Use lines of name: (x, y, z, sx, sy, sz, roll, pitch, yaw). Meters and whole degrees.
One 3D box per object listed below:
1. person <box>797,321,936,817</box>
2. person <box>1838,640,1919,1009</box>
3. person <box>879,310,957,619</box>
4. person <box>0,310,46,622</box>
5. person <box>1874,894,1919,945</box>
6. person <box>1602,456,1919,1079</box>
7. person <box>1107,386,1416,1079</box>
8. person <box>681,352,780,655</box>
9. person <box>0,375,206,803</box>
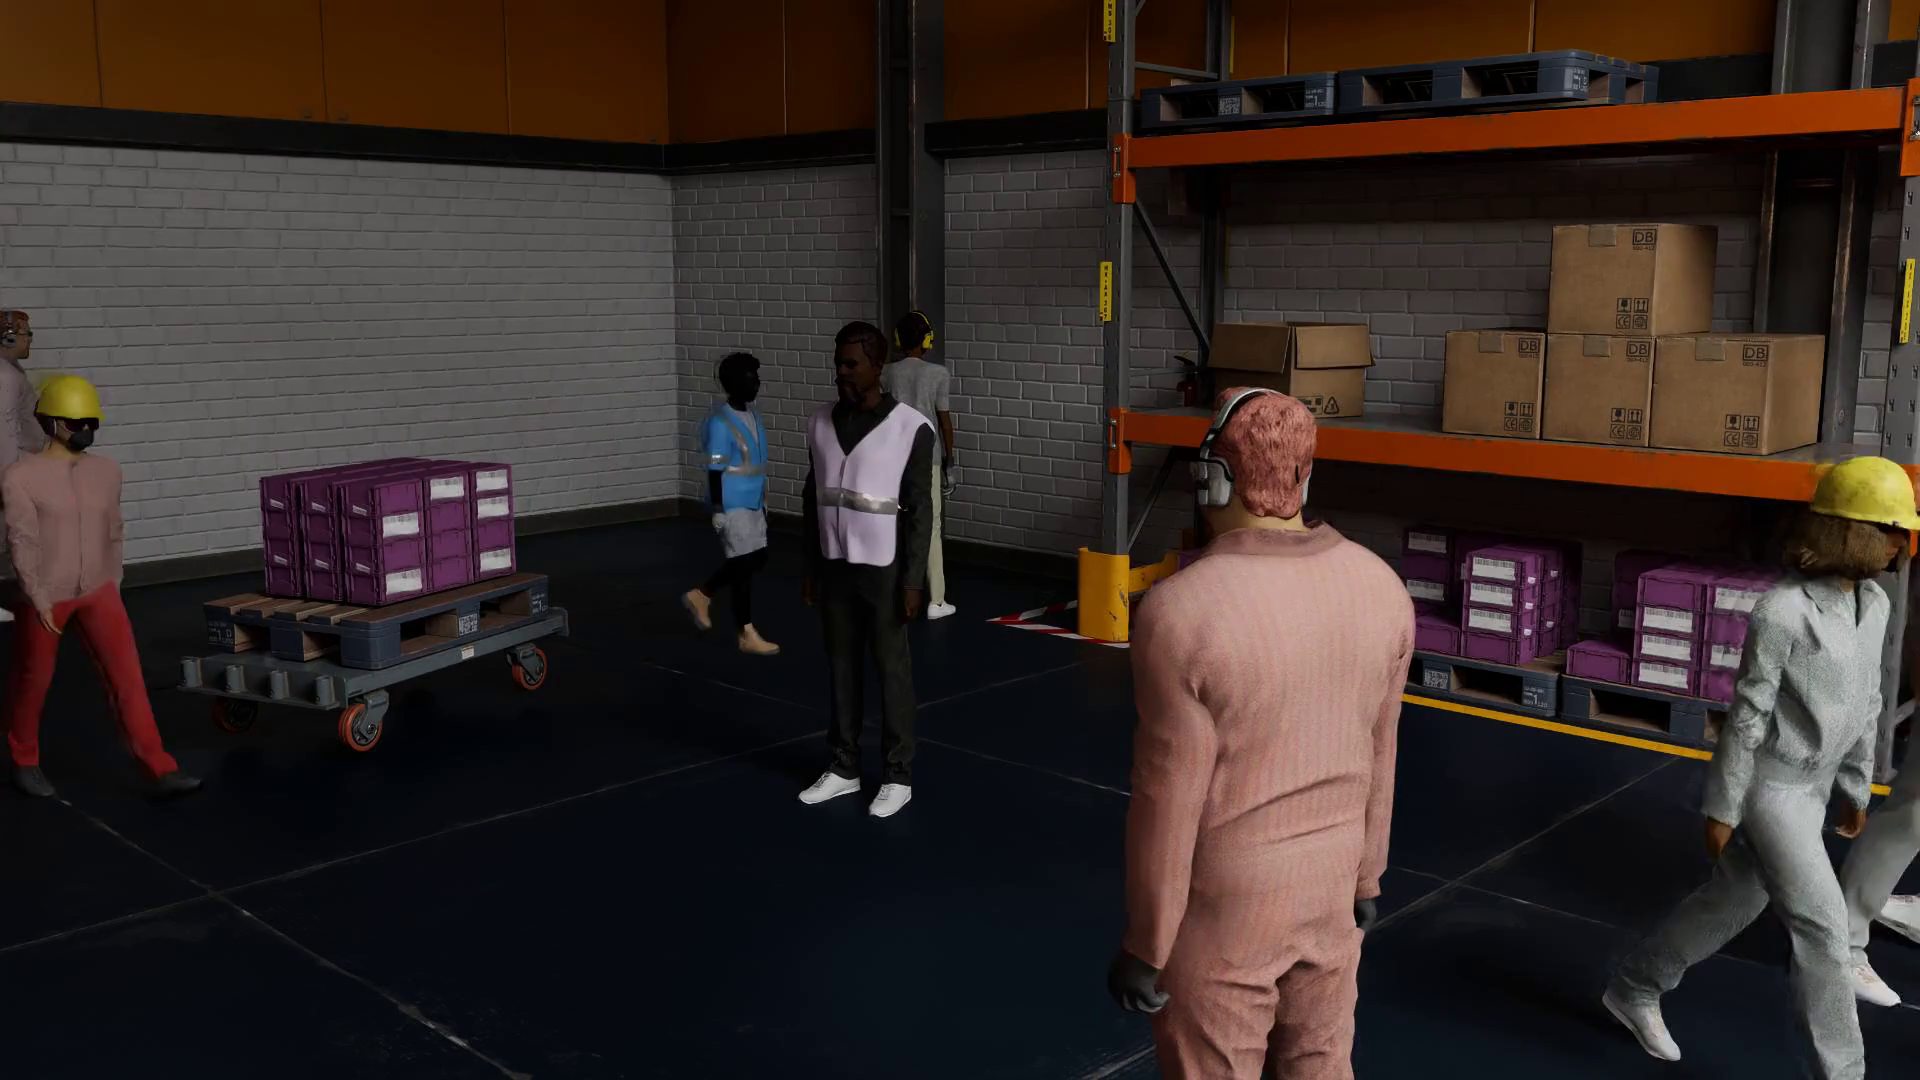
person: (-0.366, 0.109, 6.515, 0.592, 1.920, 0.392, 6, 11, 31)
person: (2.935, 0.451, 4.587, 0.644, 1.862, 1.009, -6, 11, -33)
person: (-0.269, -0.451, 10.095, 0.517, 1.874, 0.327, 2, 10, 14)
person: (-5.602, -0.438, 10.007, 0.654, 1.868, 0.874, 9, 13, 42)
person: (3.267, 0.410, 4.982, 0.951, 1.815, 0.580, 8, 12, 41)
person: (2.039, 0.606, 4.188, 0.496, 1.687, 0.902, -7, 12, -37)
person: (0.537, 0.666, 3.142, 0.651, 1.906, 0.403, -6, 11, -33)
person: (-1.283, -0.201, 9.146, 0.553, 1.674, 0.540, 3, 10, 17)
person: (-3.474, 0.212, 6.537, 0.957, 1.710, 0.540, 5, 11, 30)
